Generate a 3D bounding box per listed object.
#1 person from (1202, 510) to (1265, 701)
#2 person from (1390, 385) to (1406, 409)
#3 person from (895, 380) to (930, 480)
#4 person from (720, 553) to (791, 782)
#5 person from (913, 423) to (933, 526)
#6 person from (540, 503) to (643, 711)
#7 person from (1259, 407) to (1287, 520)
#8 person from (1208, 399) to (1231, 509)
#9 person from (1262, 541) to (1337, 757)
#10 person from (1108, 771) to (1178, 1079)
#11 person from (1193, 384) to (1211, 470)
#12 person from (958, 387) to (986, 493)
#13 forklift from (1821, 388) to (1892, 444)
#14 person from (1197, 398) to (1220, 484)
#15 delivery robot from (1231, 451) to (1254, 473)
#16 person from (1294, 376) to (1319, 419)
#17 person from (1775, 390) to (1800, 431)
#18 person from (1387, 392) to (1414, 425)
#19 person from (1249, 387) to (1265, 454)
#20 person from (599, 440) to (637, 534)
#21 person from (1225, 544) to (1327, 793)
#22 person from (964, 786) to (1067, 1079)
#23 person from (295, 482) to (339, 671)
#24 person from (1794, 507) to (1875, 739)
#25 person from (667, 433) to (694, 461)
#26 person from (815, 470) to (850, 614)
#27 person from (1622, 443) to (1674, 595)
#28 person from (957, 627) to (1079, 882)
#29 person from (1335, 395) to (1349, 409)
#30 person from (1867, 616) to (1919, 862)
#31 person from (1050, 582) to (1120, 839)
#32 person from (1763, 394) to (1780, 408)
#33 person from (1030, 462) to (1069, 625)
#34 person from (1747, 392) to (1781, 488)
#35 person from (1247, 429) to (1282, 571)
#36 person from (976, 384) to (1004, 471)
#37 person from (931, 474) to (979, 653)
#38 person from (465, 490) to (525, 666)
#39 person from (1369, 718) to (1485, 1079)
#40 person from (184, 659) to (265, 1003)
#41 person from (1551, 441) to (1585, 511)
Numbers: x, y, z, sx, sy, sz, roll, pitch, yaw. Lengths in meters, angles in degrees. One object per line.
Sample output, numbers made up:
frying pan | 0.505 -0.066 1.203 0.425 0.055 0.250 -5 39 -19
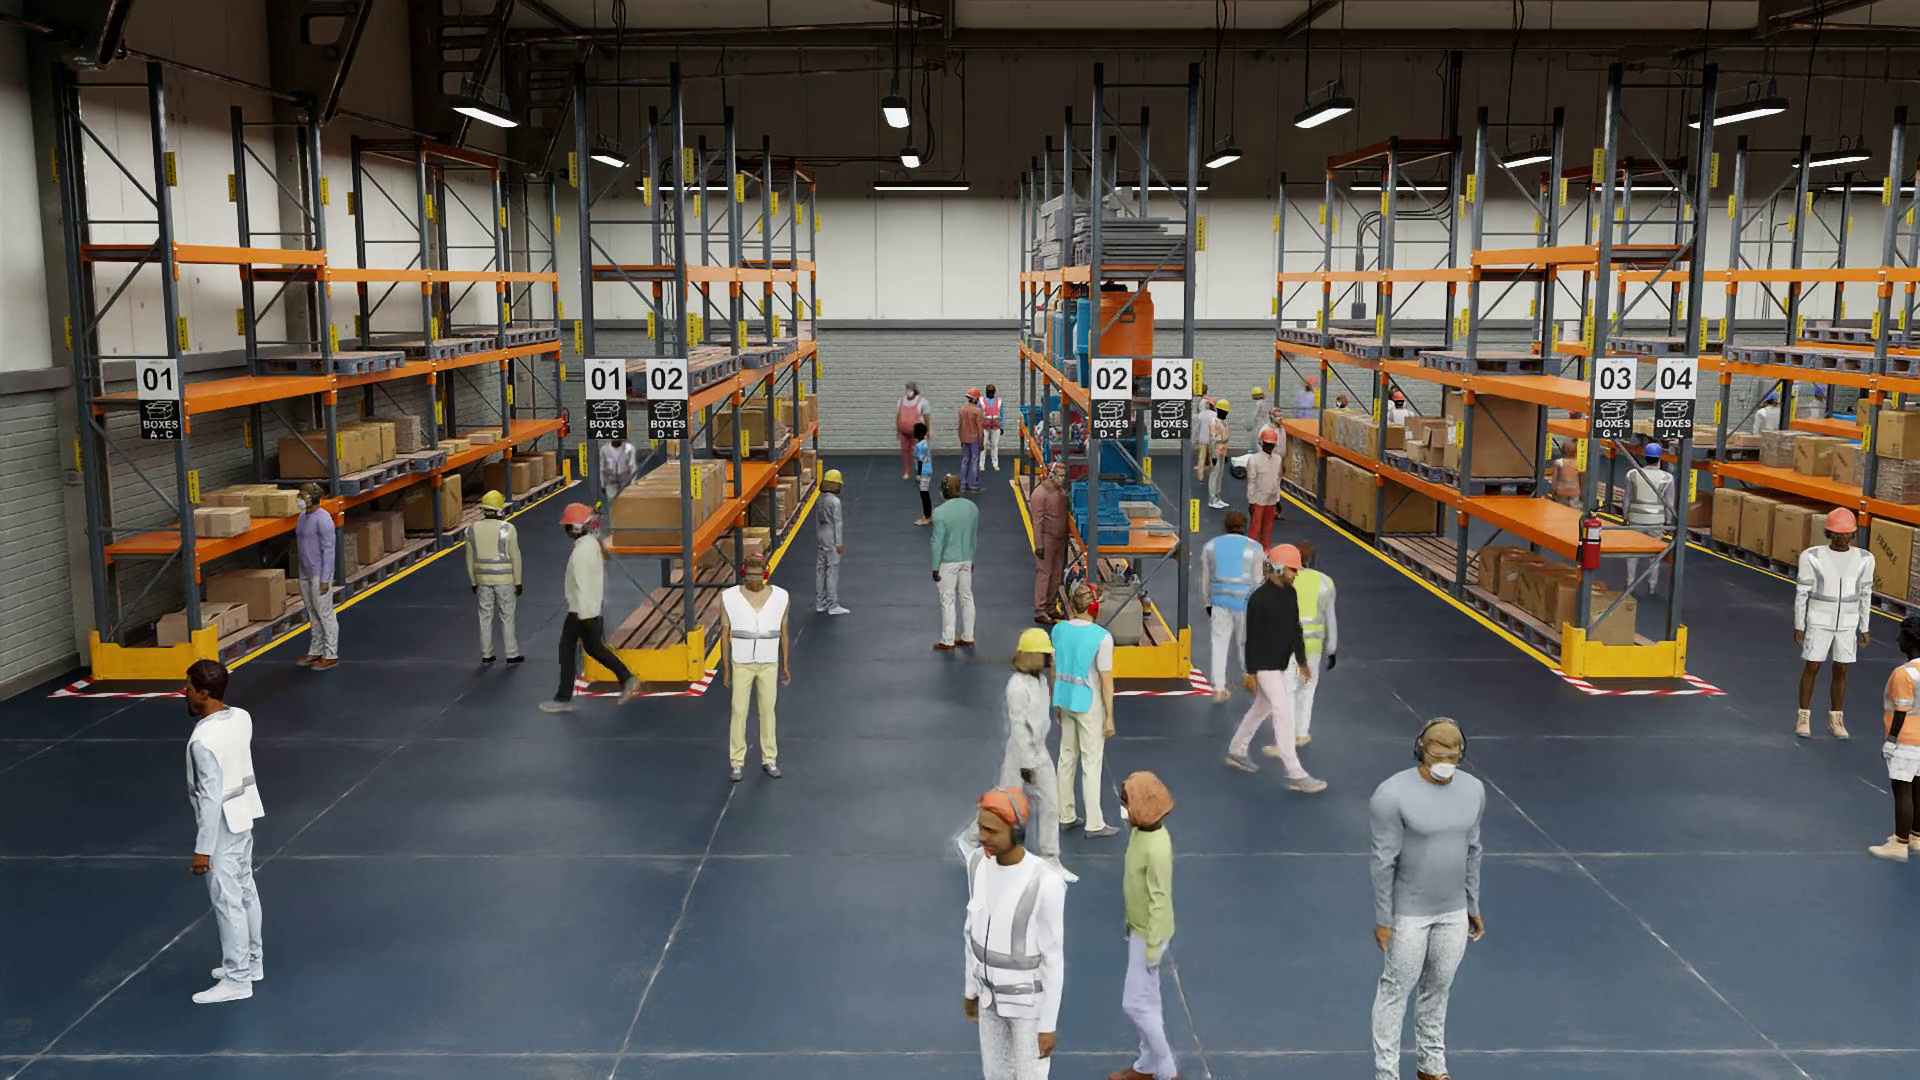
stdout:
person | 2.642 0.613 16.003 0.637 1.788 0.957 4 10 25
person | 8.978 -2.277 34.393 0.503 1.861 0.327 8 12 43
person | -0.987 -2.217 33.407 0.700 2.000 0.543 3 9 20
person | -1.640 1.003 13.343 0.563 1.837 0.395 -3 9 -16
person | -0.608 -1.080 27.219 0.324 1.688 0.530 1 9 6
person | -3.433 0.618 15.424 0.873 1.964 0.619 0 9 3
person | 5.215 -1.247 27.600 0.402 1.906 0.652 8 12 41
person | 4.580 -1.522 29.327 0.377 1.918 0.585 5 10 29
person | 2.851 0.915 14.081 0.655 1.801 0.685 0 9 0
person | 0.894 1.923 8.117 0.297 1.625 0.513 0 9 -2
person | 5.144 -2.388 35.166 0.348 1.839 0.503 3 9 21
person | 0.241 -1.880 31.383 0.395 1.992 0.622 -8 12 -43
forklift | 20.072 -3.110 36.462 1.873 2.768 1.129 0 9 0
person | 4.964 -1.975 32.965 0.574 1.678 0.937 4 10 26
delivery robot | 5.856 -1.559 33.635 0.707 0.478 0.477 0 9 1
person | 7.660 -2.713 37.113 0.739 1.897 0.351 6 11 35
person | 17.202 -2.262 34.608 0.524 1.759 0.328 8 12 43
person | 8.219 -1.819 31.219 0.544 1.929 0.387 1 9 4
person | 6.415 -2.459 35.983 0.442 1.720 0.505 2 9 15
person | -5.318 -0.925 25.900 0.580 1.798 0.871 -1 9 -9
person | 2.503 0.974 13.242 0.992 1.937 0.624 7 11 37
person | 0.218 1.957 7.085 0.348 1.879 0.578 -7 11 -40
person | -6.639 0.366 17.120 0.630 1.940 0.372 8 12 43
person | 7.596 0.727 14.460 0.615 2.041 0.392 2 9 12
person | -4.590 -1.170 27.002 0.544 1.939 0.355 1 9 3
person | -1.546 0.017 20.016 0.326 1.734 0.487 -6 11 -36
person | 8.753 -0.263 21.182 0.613 1.942 0.406 5 10 27
person | 0.379 1.410 11.100 0.805 1.716 0.477 6 11 33
person | 7.956 -2.222 34.746 0.276 1.632 0.507 -5 10 -28
person | 6.540 1.364 11.471 0.534 1.697 0.318 -7 11 -37
person | 0.871 1.218 11.931 0.396 1.847 0.565 -8 12 -42
person | 16.329 -2.088 33.578 0.321 1.731 0.490 0 9 -2
person | 1.080 0.029 19.448 0.401 1.893 0.652 6 11 35
person | 15.308 -1.851 31.566 0.639 1.906 0.785 0 9 -2
person | 4.172 -0.533 22.729 0.613 1.991 0.392 -6 11 -34
person | 0.630 -2.359 34.974 0.624 1.840 0.429 -2 9 -13
person | -0.059 0.249 17.907 0.630 1.932 0.365 -8 12 -41
person | -4.803 0.400 17.233 0.588 1.835 0.403 1 9 9
person | 2.248 1.786 8.001 0.627 1.935 0.371 -3 9 -21
person | -4.088 1.601 9.237 0.392 1.920 0.588 -1 9 -5
person | 9.109 -0.683 24.969 0.533 1.584 0.876 0 9 2
